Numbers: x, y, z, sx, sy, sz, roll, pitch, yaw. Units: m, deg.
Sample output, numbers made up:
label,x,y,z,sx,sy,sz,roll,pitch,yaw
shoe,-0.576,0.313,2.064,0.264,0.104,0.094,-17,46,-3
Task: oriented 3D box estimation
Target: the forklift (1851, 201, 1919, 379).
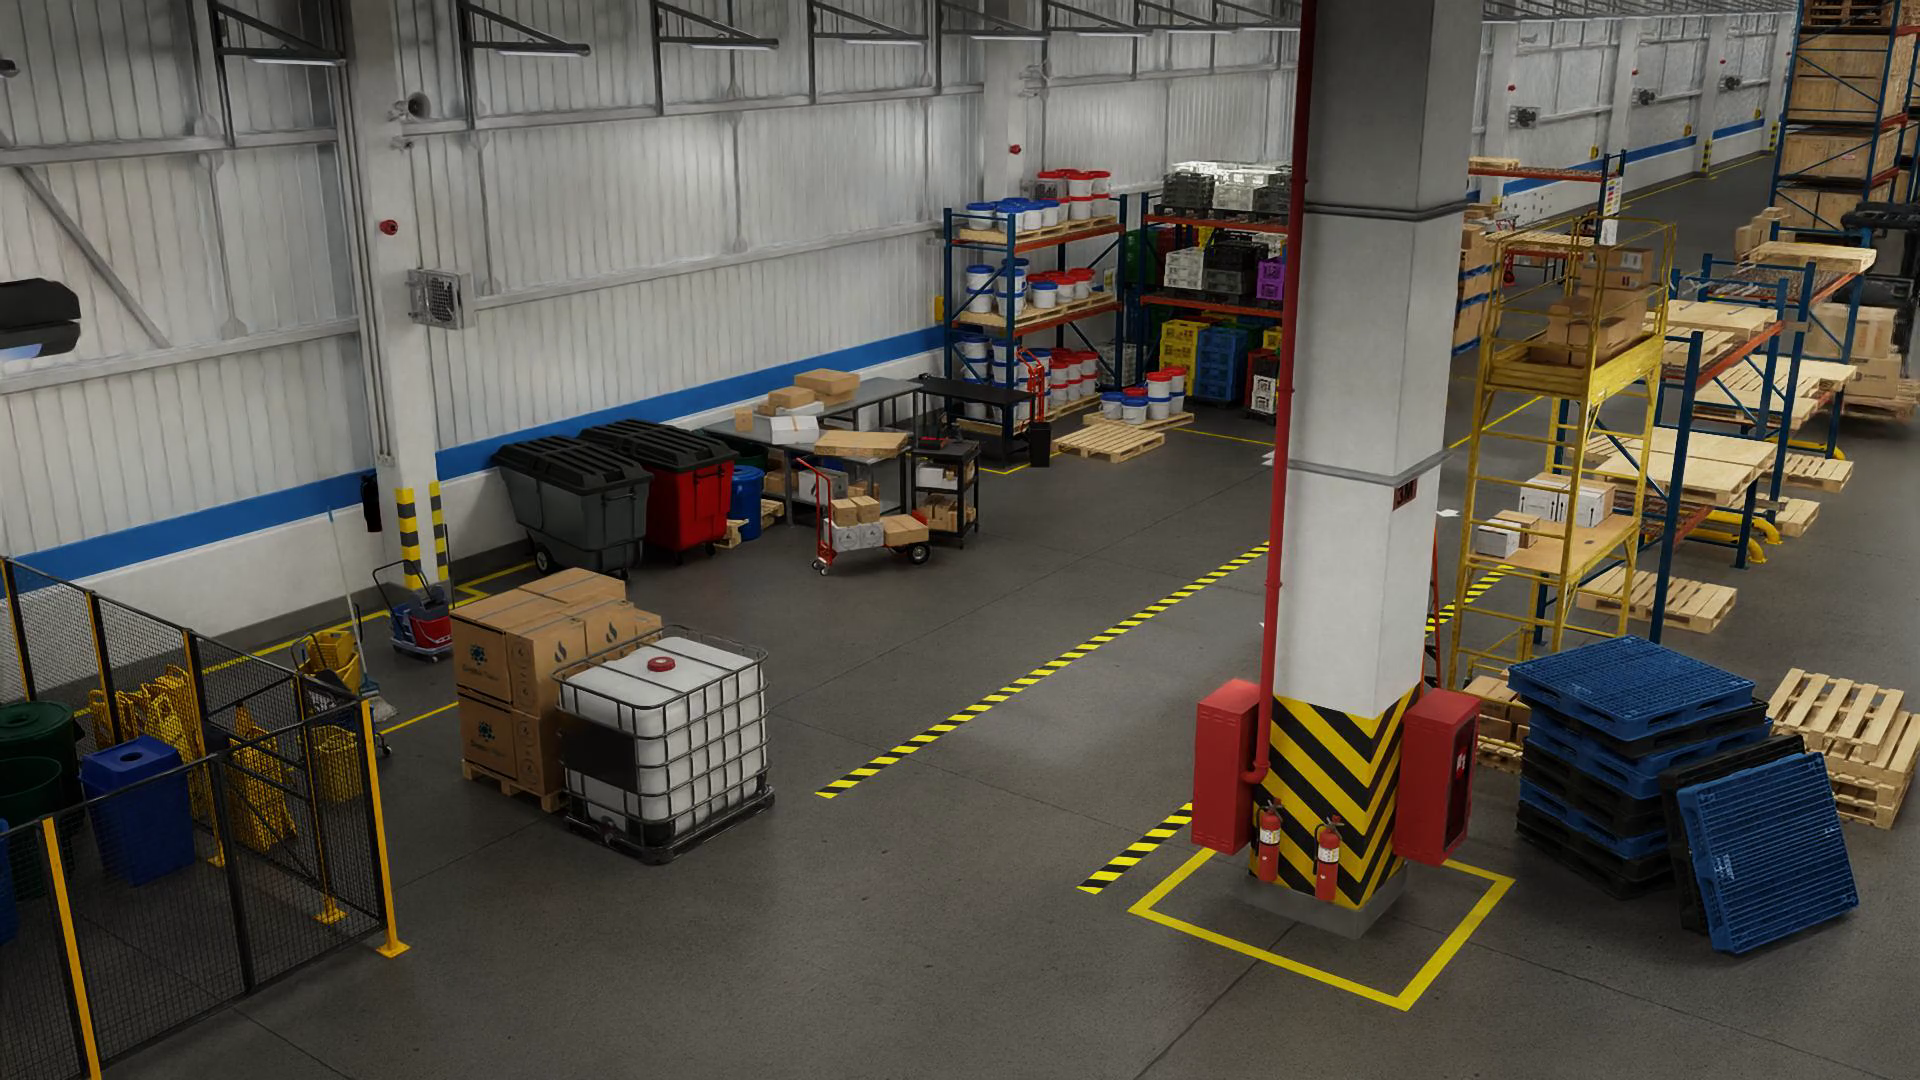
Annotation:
label,x,y,z,sx,sy,sz,roll,pitch,yaw
forklift,13.483,-3.539,24.450,1.129,2.768,1.873,12,21,32
